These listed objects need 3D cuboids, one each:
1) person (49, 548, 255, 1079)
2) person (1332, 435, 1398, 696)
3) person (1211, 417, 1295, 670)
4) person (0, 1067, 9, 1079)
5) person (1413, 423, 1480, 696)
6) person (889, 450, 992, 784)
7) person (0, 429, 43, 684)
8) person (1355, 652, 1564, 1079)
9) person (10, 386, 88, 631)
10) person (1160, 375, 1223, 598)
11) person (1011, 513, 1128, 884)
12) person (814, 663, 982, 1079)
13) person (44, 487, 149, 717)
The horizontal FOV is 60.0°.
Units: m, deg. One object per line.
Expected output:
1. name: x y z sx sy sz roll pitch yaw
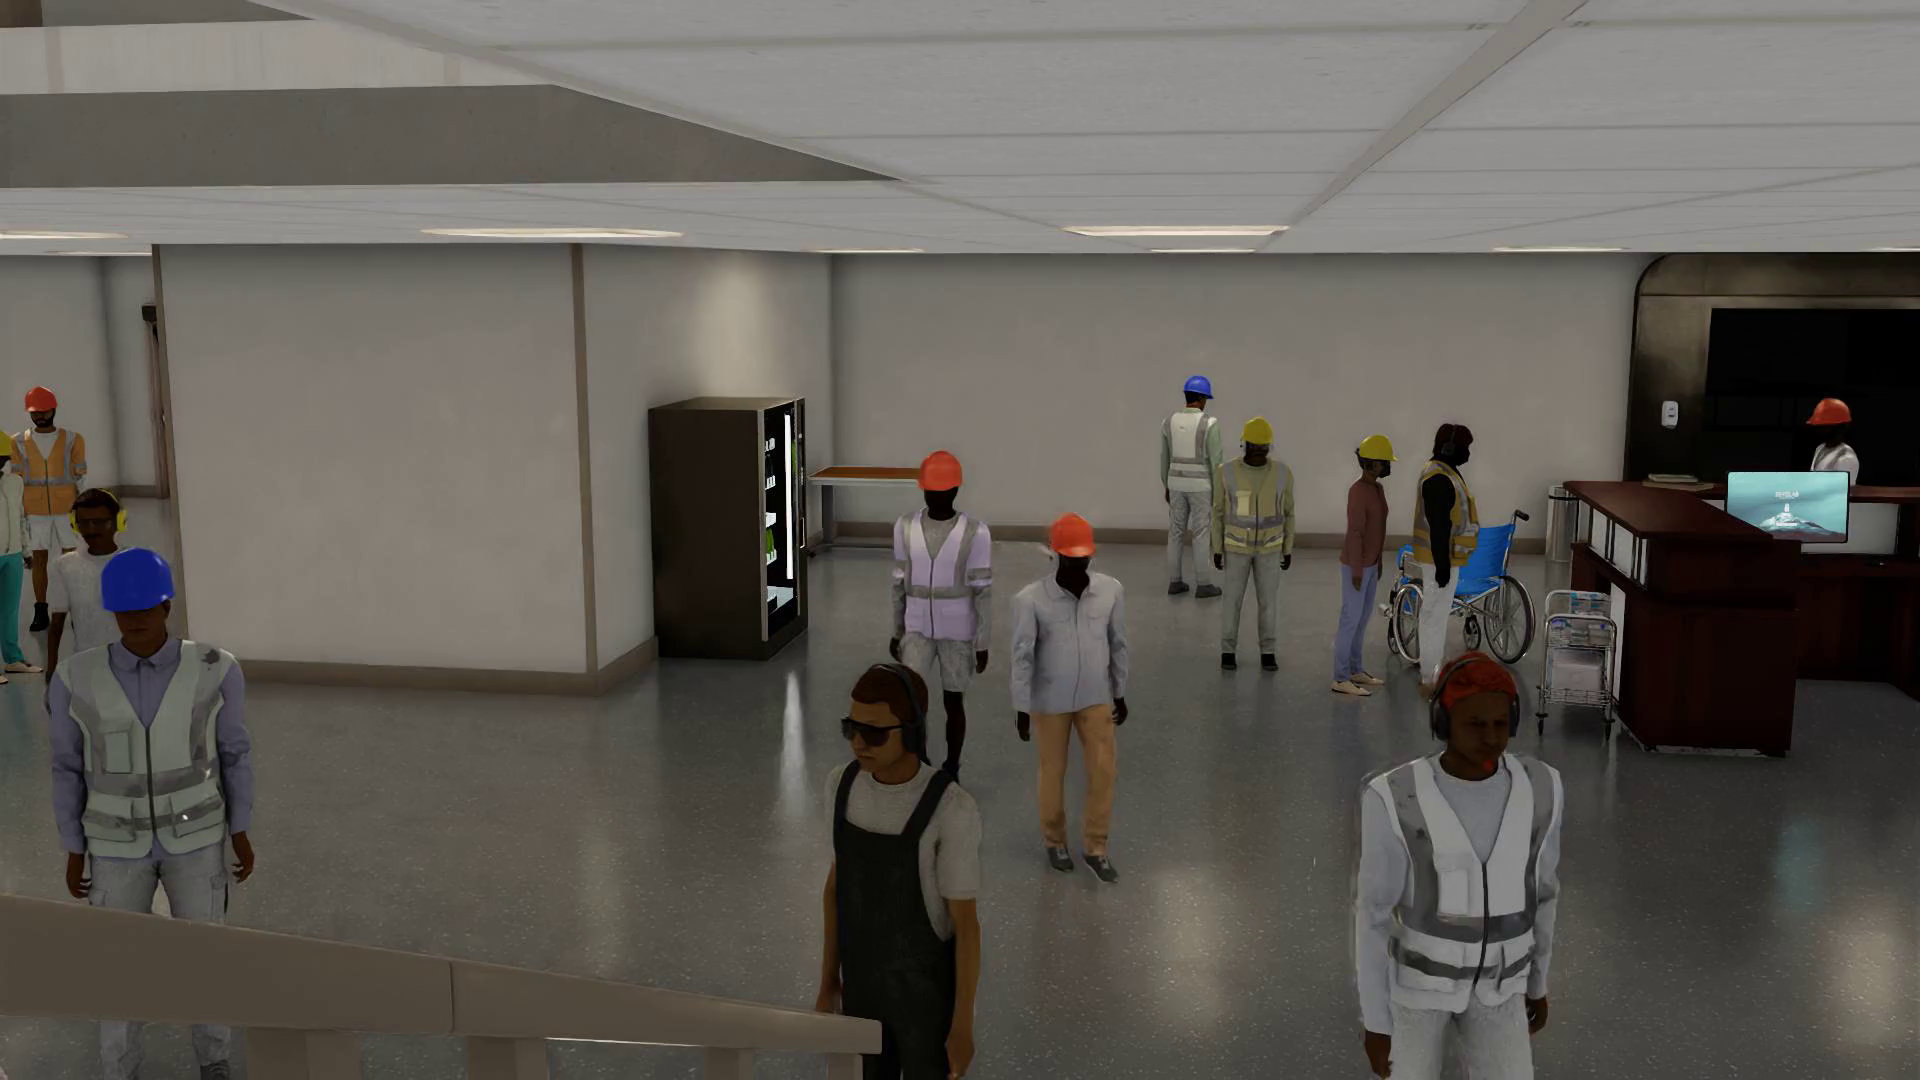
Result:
1. person: -2.679 0.984 5.558 0.605 1.949 0.402 -4 10 -23
2. person: 2.749 0.165 11.211 0.349 1.758 0.522 5 11 30
3. person: 2.083 0.033 11.825 0.592 1.823 0.403 0 9 3
4. person: -1.833 1.419 3.109 0.670 1.864 0.935 5 11 30
5. person: 3.256 0.132 11.169 0.429 1.839 0.622 3 10 16
6. person: -0.124 0.487 8.714 0.587 1.915 0.613 3 10 16
7. person: -6.664 0.105 11.557 0.329 1.763 0.523 2 10 14
8. person: 1.344 1.227 4.380 0.602 1.840 0.926 -1 9 -6
9. person: -7.208 -0.248 13.191 0.546 1.938 0.361 -4 10 -23
10. person: 2.036 -0.464 14.527 0.602 1.937 0.408 8 12 41
11. person: 0.535 0.738 7.720 0.599 1.726 0.630 -2 10 -15
12. person: -0.167 1.218 4.448 0.517 1.840 0.344 7 12 38
13. person: -4.150 0.634 8.113 0.538 1.825 0.980 -2 9 -14
